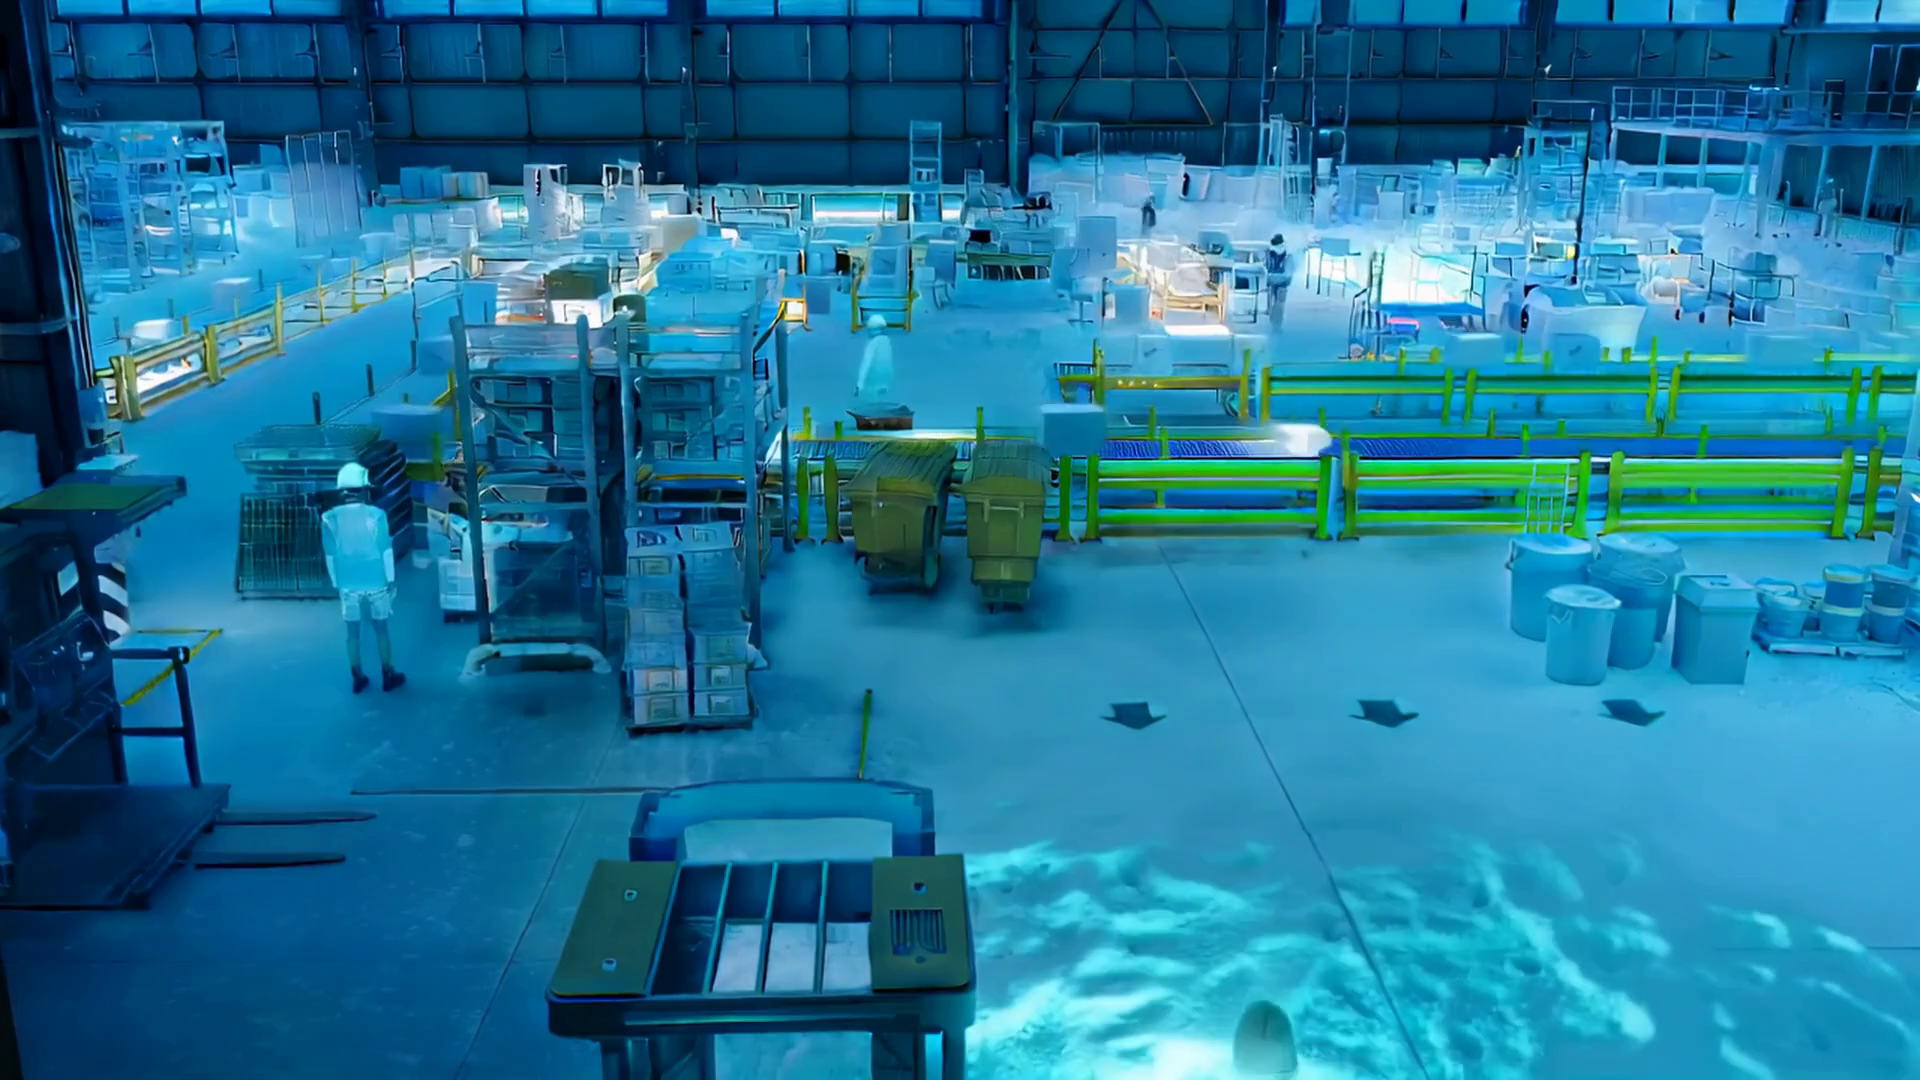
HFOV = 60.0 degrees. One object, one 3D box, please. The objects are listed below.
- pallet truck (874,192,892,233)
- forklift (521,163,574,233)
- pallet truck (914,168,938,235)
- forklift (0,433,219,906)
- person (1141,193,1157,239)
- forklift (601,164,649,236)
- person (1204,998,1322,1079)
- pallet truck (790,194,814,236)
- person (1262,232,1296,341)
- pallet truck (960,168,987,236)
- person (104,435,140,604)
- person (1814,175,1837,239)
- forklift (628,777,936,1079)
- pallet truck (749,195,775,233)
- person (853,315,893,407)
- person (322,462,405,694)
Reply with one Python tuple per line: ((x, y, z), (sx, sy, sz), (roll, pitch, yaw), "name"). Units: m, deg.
((-2.277, -9.986, 50.594), (0.653, 1.274, 1.630), (0, 16, -1), "pallet truck")
((-12.233, -10.122, 49.298), (1.157, 1.987, 2.680), (0, 16, -1), "forklift")
((-0.989, -10.316, 50.507), (0.823, 1.965, 1.885), (1, 16, 3), "pallet truck")
((-5.952, 0.780, 10.366), (1.873, 2.768, 1.129), (0, 16, -1), "forklift")
((4.666, -7.785, 41.917), (0.787, 1.884, 0.650), (2, 16, 7), "person")
((-9.948, -10.127, 49.296), (1.157, 1.987, 2.680), (-1, 16, -3), "forklift")
((1.161, 2.555, 6.435), (0.517, 1.614, 0.500), (4, 17, 14), "person")
((-4.814, -9.883, 50.259), (0.704, 1.261, 1.522), (-1, 16, -3), "pallet truck")
((5.979, -4.765, 31.185), (0.609, 2.020, 0.651), (7, 17, 23), "person")
((0.383, -10.230, 50.206), (0.823, 1.965, 1.885), (-1, 16, -3), "pallet truck")
((-8.089, -0.206, 15.787), (0.549, 1.752, 0.407), (9, 18, 29), "person")
((25.473, -9.790, 48.948), (0.505, 1.847, 0.344), (3, 16, 9), "person")
((-0.542, 2.165, 5.552), (1.129, 2.768, 1.873), (-1, 16, -2), "forklift")
((-6.051, -9.967, 50.660), (0.680, 1.201, 1.601), (0, 16, -1), "pallet truck")
((-1.157, -2.126, 22.406), (0.632, 1.797, 0.653), (6, 17, 21), "person")
((-4.898, 0.317, 13.654), (0.544, 1.939, 0.354), (-2, 16, -6), "person")
